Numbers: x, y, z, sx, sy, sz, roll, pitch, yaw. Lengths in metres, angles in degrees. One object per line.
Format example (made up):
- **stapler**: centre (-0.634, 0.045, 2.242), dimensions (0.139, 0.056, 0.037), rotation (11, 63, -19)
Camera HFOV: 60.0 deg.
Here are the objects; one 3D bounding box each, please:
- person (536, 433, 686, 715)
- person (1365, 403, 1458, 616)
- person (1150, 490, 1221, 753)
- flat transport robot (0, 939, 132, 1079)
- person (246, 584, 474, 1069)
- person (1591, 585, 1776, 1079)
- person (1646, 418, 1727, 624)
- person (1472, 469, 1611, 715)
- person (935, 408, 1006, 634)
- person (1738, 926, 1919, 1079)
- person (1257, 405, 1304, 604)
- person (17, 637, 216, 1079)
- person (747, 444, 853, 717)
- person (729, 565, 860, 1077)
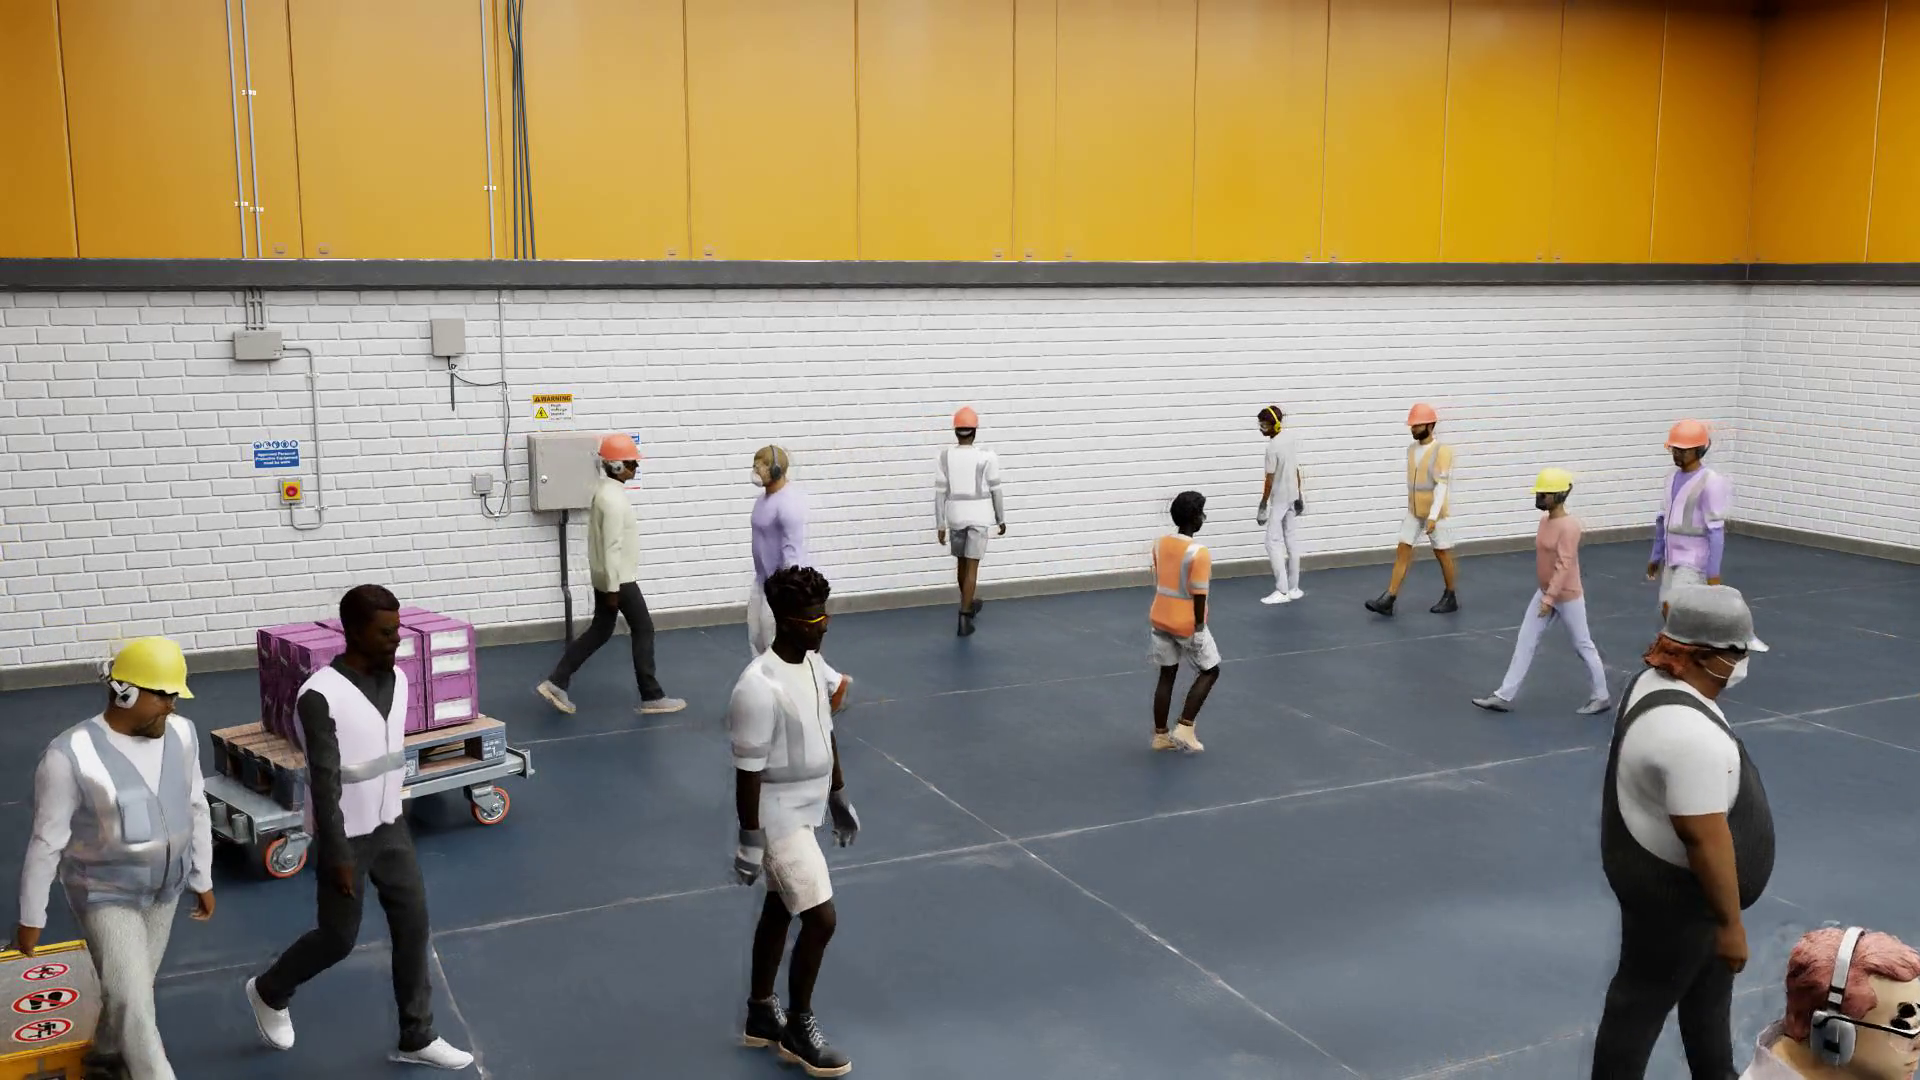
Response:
- **person**: centre (-2.419, 0.241, 11.323), dimensions (0.944, 1.962, 0.606), rotation (-4, 10, -21)
- **person**: centre (4.059, -0.255, 14.633), dimensions (0.982, 1.885, 0.568), rotation (-5, 10, -29)
- **person**: centre (1.396, 0.526, 10.420), dimensions (0.387, 1.684, 0.543), rotation (-6, 11, -33)
- **flat transport robot**: centre (-3.575, 1.860, 6.503), dimensions (0.652, 0.197, 1.431), rotation (-5, 10, -27)
- **person**: centre (-2.326, 1.086, 6.314), dimensions (0.851, 1.887, 0.584), rotation (3, 10, 19)
- **person**: centre (2.536, 1.129, 5.564), dimensions (0.847, 2.000, 0.712), rotation (2, 9, 14)
- **person**: centre (5.187, 0.136, 11.813), dimensions (0.556, 2.023, 0.637), rotation (-1, 9, -4)
- **person**: centre (4.053, 0.367, 11.341), dimensions (0.956, 1.708, 0.525), rotation (-1, 9, -9)
- **person**: centre (0.087, -0.181, 14.190), dimensions (0.555, 1.892, 0.956), rotation (3, 10, 20)
- **person**: centre (1.540, 1.601, 3.169), dimensions (0.878, 1.879, 0.651), rotation (7, 12, 38)
- **person**: centre (2.977, -0.340, 15.356), dimensions (0.341, 1.832, 0.688), rotation (7, 11, 37)
- **person**: centre (-2.864, 1.229, 5.794), dimensions (0.854, 1.762, 0.660), rotation (4, 10, 26)
- **person**: centre (-1.138, 0.318, 10.985), dimensions (0.738, 1.919, 0.633), rotation (-4, 10, -22)
- **person**: centre (-0.578, 1.048, 6.340), dimensions (0.651, 1.940, 0.632), rotation (2, 9, 13)
